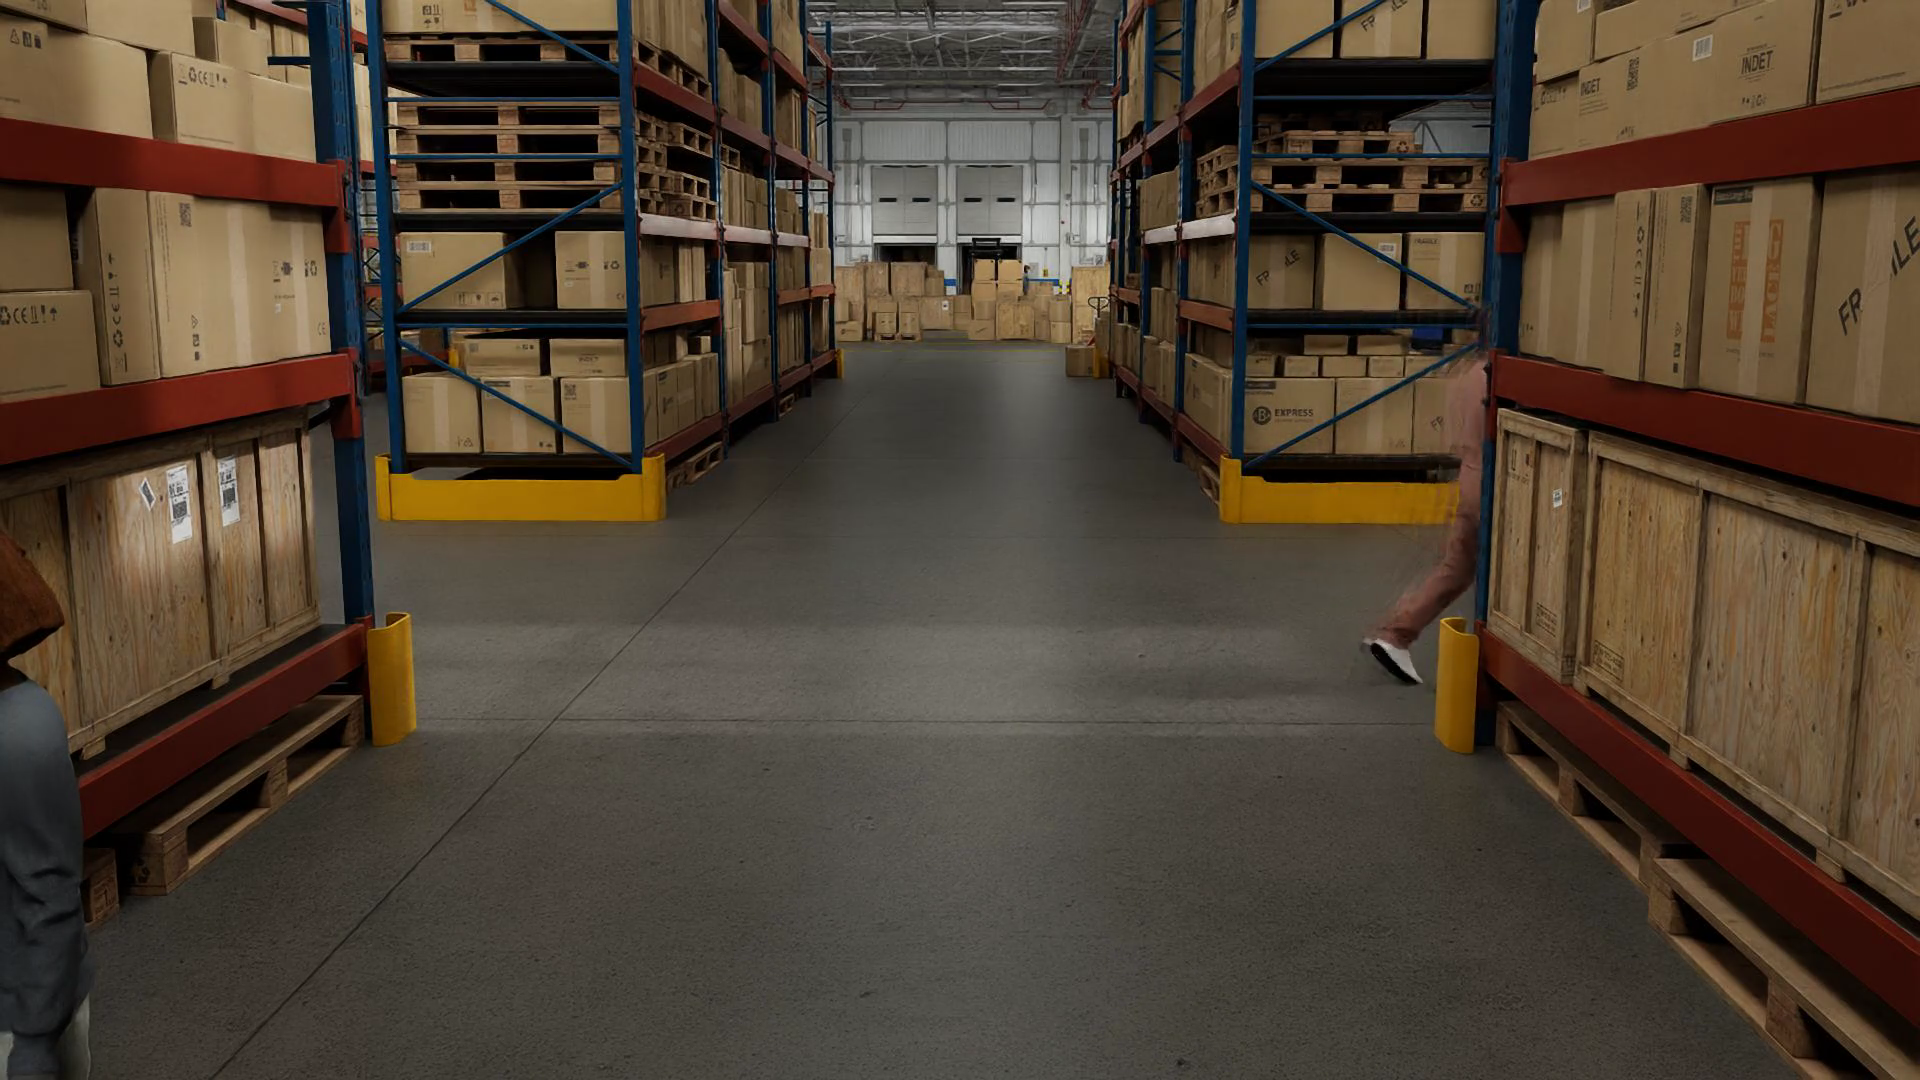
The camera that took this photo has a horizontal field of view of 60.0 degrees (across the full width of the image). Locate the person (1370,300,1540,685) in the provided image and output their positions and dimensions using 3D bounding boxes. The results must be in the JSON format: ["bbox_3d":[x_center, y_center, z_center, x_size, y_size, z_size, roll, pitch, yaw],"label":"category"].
[{"bbox_3d":[2.476,-0.202,7.861,1.000,1.859,0.644,0,9,-2],"label":"person"}]

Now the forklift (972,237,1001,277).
[{"bbox_3d":[0.851,-8.408,53.923,1.129,2.768,1.873,0,9,1],"label":"forklift"}]

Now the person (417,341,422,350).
[{"bbox_3d":[-10.861,-4.671,34.254,0.670,1.971,0.630,5,11,26],"label":"person"}]

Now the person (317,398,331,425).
[{"bbox_3d":[-7.994,-2.343,20.836,0.658,1.793,0.945,0,9,2],"label":"person"}]

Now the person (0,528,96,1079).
[{"bbox_3d":[-1.570,0.765,2.710,0.500,1.633,0.284,8,13,41],"label":"person"}]

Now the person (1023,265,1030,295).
[{"bbox_3d":[2.354,-8.939,59.931,0.379,1.937,0.629,1,10,6],"label":"person"}]

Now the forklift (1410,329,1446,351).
[{"bbox_3d":[11.090,-5.588,37.034,1.129,2.768,1.873,-5,11,-27],"label":"forklift"}]

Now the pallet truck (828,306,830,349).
[{"bbox_3d":[-3.100,-3.940,29.800,1.885,1.965,0.823,3,10,19],"label":"pallet truck"}]
